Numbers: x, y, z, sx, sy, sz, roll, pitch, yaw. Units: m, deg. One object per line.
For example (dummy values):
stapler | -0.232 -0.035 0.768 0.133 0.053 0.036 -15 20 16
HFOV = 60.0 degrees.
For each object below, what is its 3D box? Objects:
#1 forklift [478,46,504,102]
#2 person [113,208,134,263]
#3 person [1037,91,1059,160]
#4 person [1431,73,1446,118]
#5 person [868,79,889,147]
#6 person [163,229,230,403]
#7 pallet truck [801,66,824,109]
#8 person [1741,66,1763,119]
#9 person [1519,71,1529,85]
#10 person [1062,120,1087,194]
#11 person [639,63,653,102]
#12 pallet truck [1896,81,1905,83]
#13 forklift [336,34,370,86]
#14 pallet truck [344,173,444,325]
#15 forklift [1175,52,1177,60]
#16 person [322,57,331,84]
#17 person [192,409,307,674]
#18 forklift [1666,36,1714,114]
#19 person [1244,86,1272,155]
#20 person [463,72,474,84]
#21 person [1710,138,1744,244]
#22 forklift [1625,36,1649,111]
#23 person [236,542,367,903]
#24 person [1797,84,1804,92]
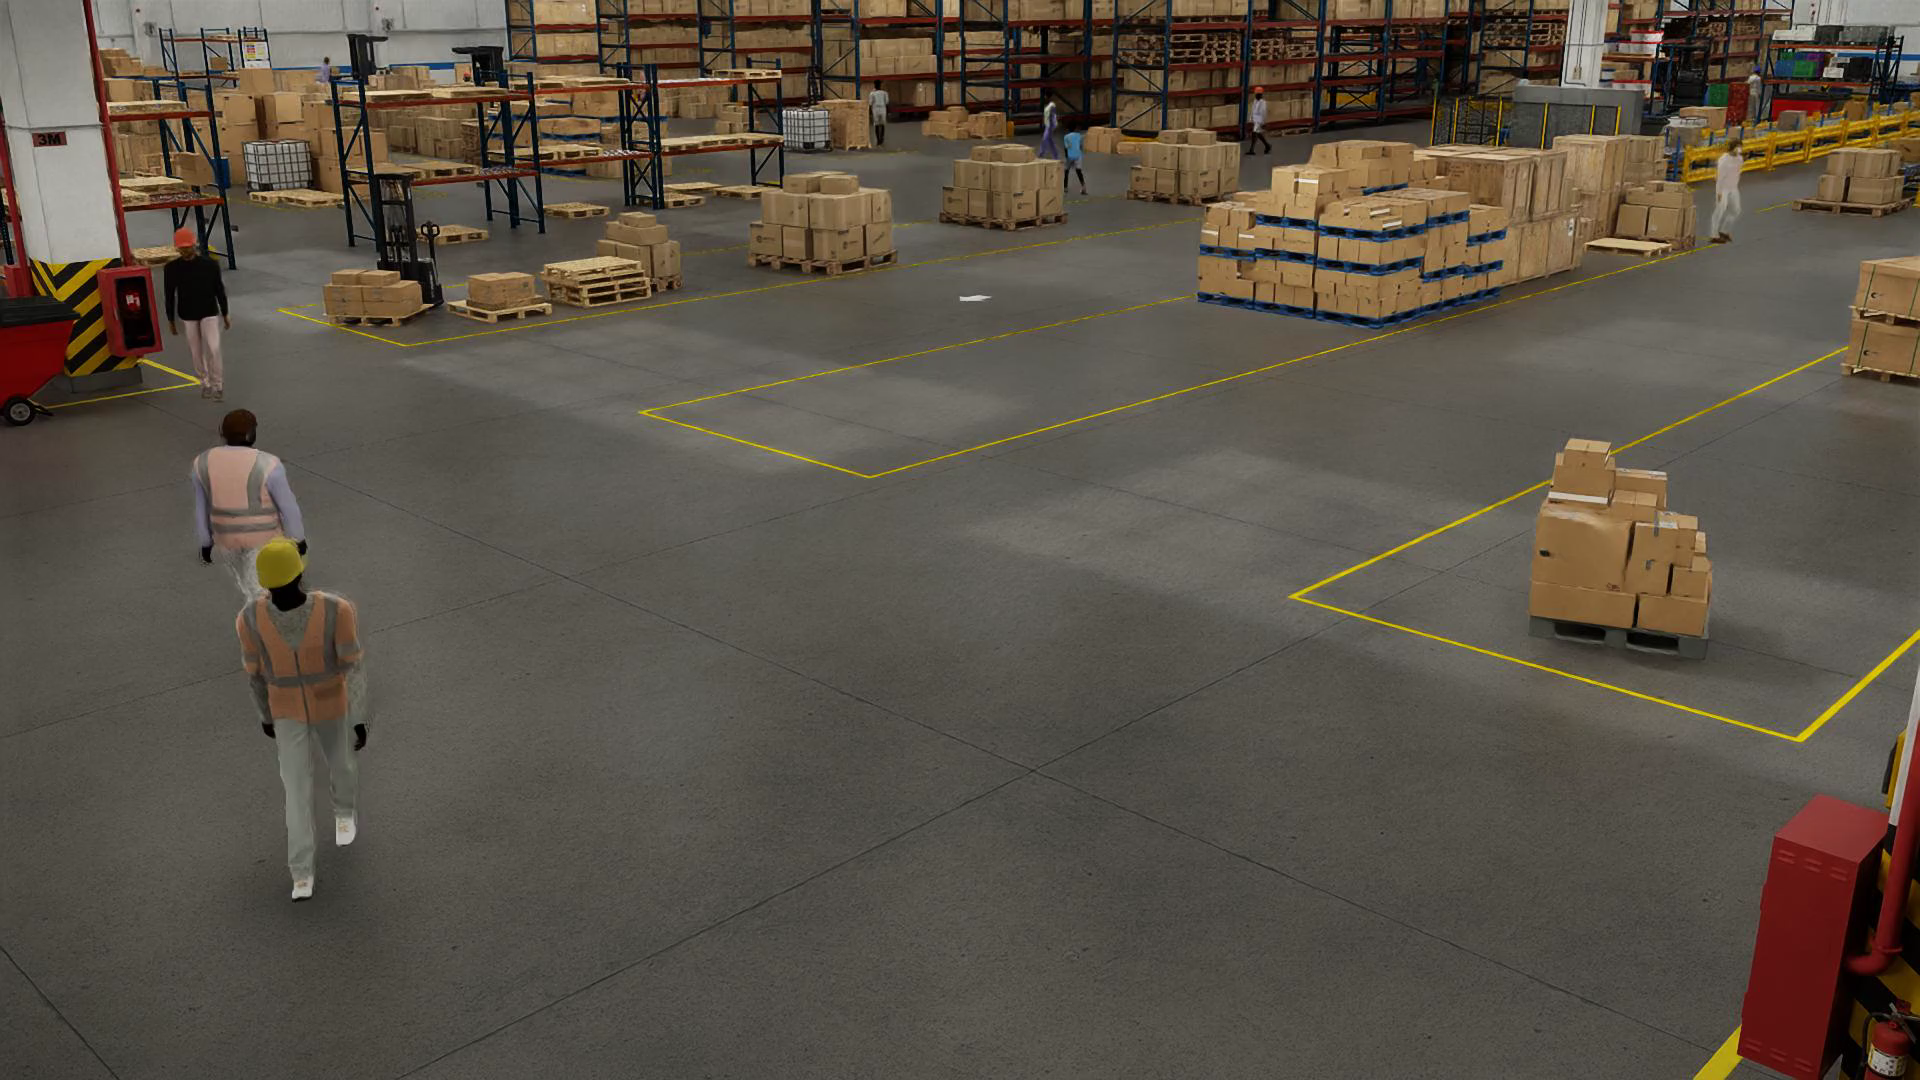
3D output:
forklift | -14.397 -13.832 51.456 1.129 2.768 1.873 17 25 41
person | -12.297 -4.163 23.962 0.802 1.840 0.521 6 19 19
person | 2.284 -11.140 44.889 0.899 1.880 0.629 -4 19 -11
person | 17.376 -16.210 60.541 0.889 1.646 0.533 14 23 35
person | -2.475 -12.747 49.640 0.638 1.941 0.774 -6 19 -18
person | -8.627 -2.515 18.792 0.645 1.957 0.857 -6 19 -17
pallet truck | -4.812 -15.182 56.903 0.823 1.965 1.885 -9 21 -26
person | 28.250 -15.958 59.406 0.971 1.907 0.597 -1 18 -4
person | 20.423 -16.182 60.399 0.469 1.679 0.544 -2 19 -7
person | 2.631 -8.789 38.159 0.519 1.660 0.843 -8 20 -24
person | -11.596 -16.654 61.499 0.676 1.891 0.431 8 20 23
pallet truck | 34.802 -16.331 61.455 0.653 1.274 1.630 17 25 41
forklift | -23.429 -18.309 64.943 1.129 2.768 1.873 17 25 41
pallet truck | -8.209 -4.181 23.757 0.823 1.965 1.885 3 19 9
forklift | 7.401 -14.960 54.855 1.129 2.768 1.873 17 25 41
person | -25.270 -18.329 66.504 0.444 1.920 0.649 -13 22 -34
person | -4.870 -0.043 11.589 0.660 1.798 0.918 2 18 7
forklift | 27.341 -17.291 61.877 1.129 2.768 1.873 17 25 41
person | 8.495 -11.859 47.047 0.893 1.908 0.553 -6 19 -18
person | -15.648 -13.899 53.040 0.384 1.993 0.623 17 25 41
person | 14.111 -6.403 30.567 0.641 1.922 0.464 -8 20 -22
forklift | 25.405 -17.637 62.919 1.129 2.768 1.873 17 25 41
person | -3.419 0.874 8.732 0.595 1.873 0.988 -5 19 -15
person | 34.992 -19.016 68.803 0.604 1.783 0.949 -16 24 -39
